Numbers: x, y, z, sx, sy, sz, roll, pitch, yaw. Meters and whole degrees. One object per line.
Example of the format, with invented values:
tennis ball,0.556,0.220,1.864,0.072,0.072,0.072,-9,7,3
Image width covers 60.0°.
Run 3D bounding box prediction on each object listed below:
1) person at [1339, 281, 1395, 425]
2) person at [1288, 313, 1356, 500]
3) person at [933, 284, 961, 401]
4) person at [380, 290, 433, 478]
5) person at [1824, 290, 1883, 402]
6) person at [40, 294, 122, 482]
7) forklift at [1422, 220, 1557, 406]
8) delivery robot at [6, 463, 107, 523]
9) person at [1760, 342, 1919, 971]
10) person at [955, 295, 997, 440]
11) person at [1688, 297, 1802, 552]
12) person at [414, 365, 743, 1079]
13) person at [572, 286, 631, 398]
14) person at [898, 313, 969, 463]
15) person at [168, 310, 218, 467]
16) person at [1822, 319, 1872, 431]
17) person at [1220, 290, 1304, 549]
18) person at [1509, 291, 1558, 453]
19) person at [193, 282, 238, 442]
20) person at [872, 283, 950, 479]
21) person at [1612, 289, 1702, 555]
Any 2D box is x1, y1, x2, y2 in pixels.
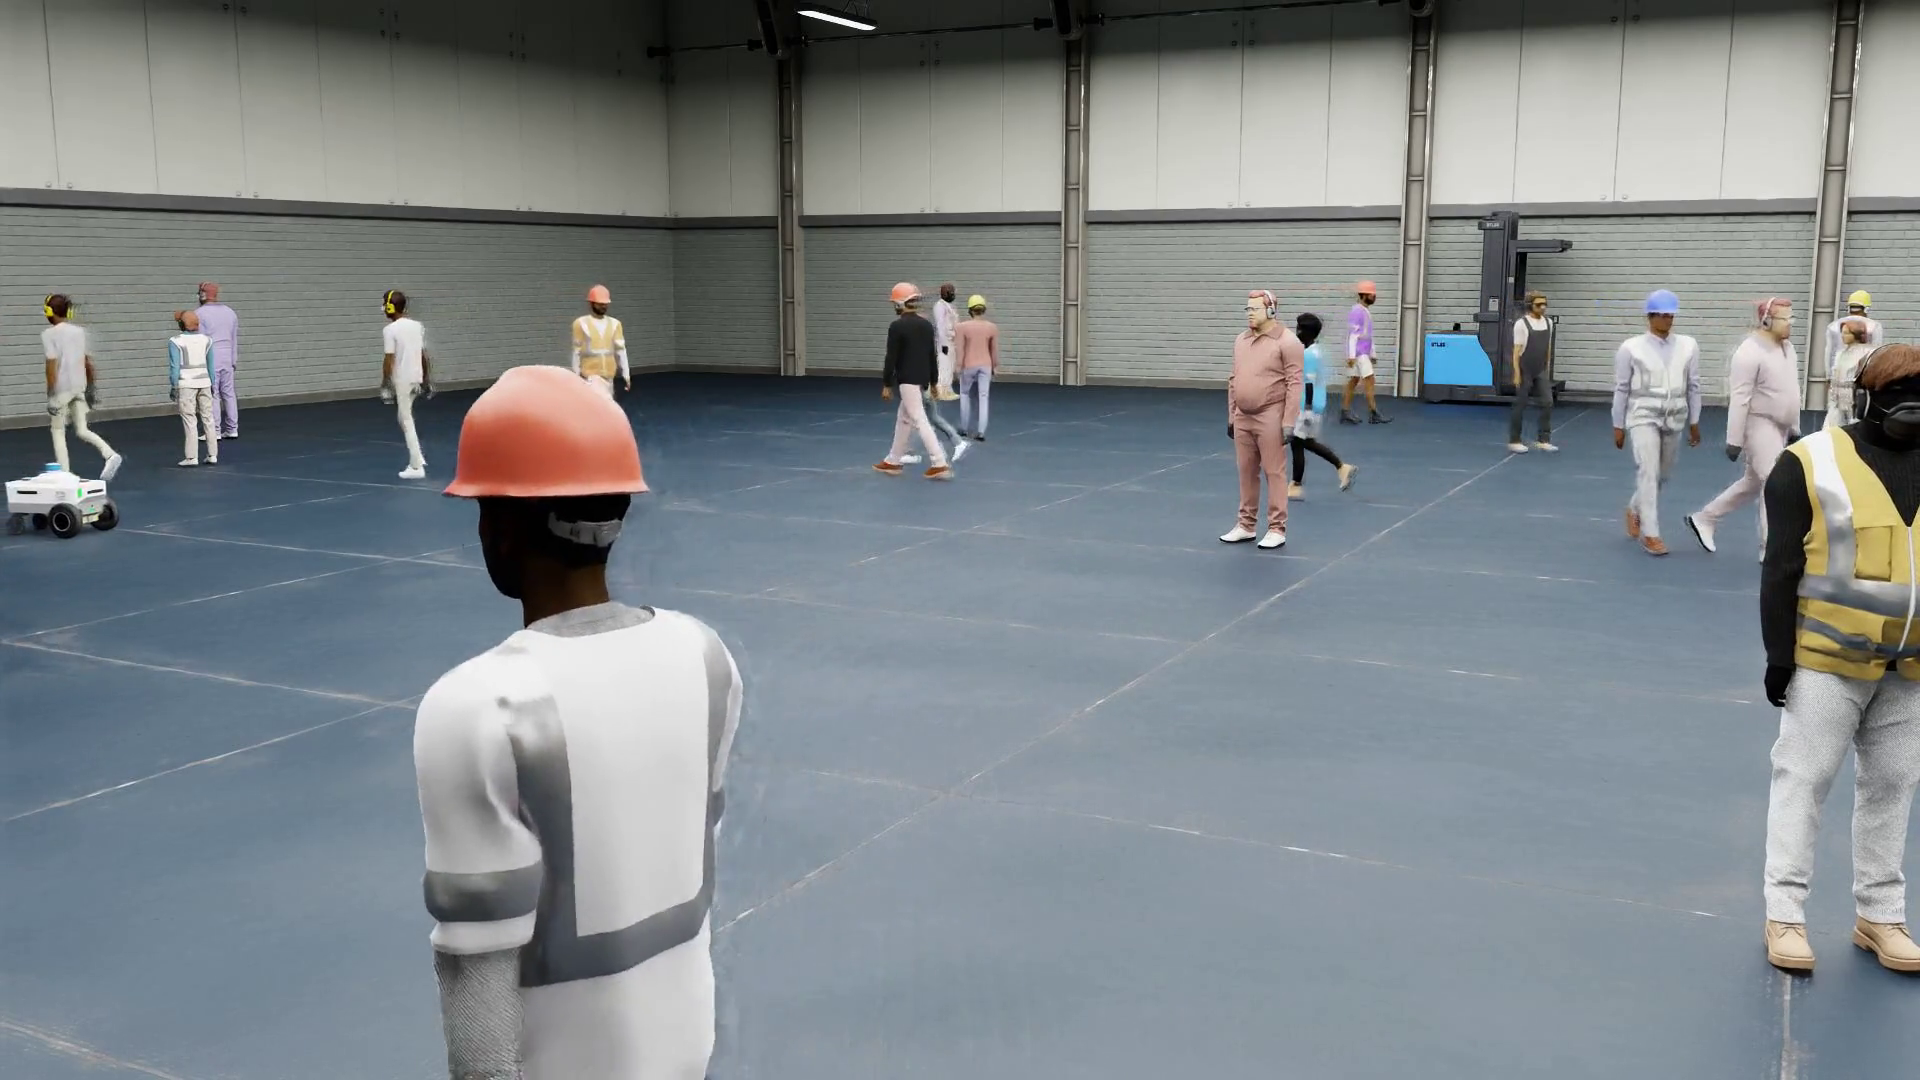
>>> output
person,5.463,-2.477,22.094,0.860,1.904,0.577,4,10,24
person,3.194,-1.193,14.903,0.650,1.681,0.538,3,10,16
person,-0.191,-3.139,26.465,0.430,1.824,0.666,3,10,19
person,-5.518,-1.541,16.496,0.499,1.851,0.569,4,10,21
person,9.927,-1.849,18.471,0.404,1.827,0.600,-8,12,-42
person,-8.294,-1.390,15.623,0.725,1.840,0.561,3,10,18
forklift,8.245,-3.527,25.720,1.873,2.768,1.129,5,10,27
delivery robot,-7.097,-0.362,13.062,0.707,0.478,0.477,2,9,12
person,2.668,0.349,4.876,0.622,1.845,0.429,0,9,2
person,0.177,-2.114,20.363,0.552,1.730,0.798,-2,10,-15
person,5.599,-0.774,11.710,0.639,1.875,0.877,-9,13,-43
person,-0.552,0.718,2.352,0.500,1.916,0.557,7,12,37
person,-3.908,-1.830,18.193,0.569,1.879,1.010,-6,11,-34
person,-0.294,-1.621,17.770,0.735,1.603,0.535,1,9,5
person,-8.062,-1.593,17.484,0.307,1.637,0.525,5,11,29
person,8.264,-1.235,15.349,0.775,1.609,0.521,-1,9,-7
person,2.227,-0.900,12.383,0.403,1.906,0.651,-7,12,-37
person,6.444,-1.865,18.593,0.544,1.814,0.766,-3,10,-18
person,-9.040,-2.155,20.124,0.407,1.904,0.655,4,10,21
person,-0.477,-1.578,16.519,1.042,1.933,0.622,6,11,34
person,5.132,-0.897,12.332,0.607,1.922,0.897,-1,9,-5
